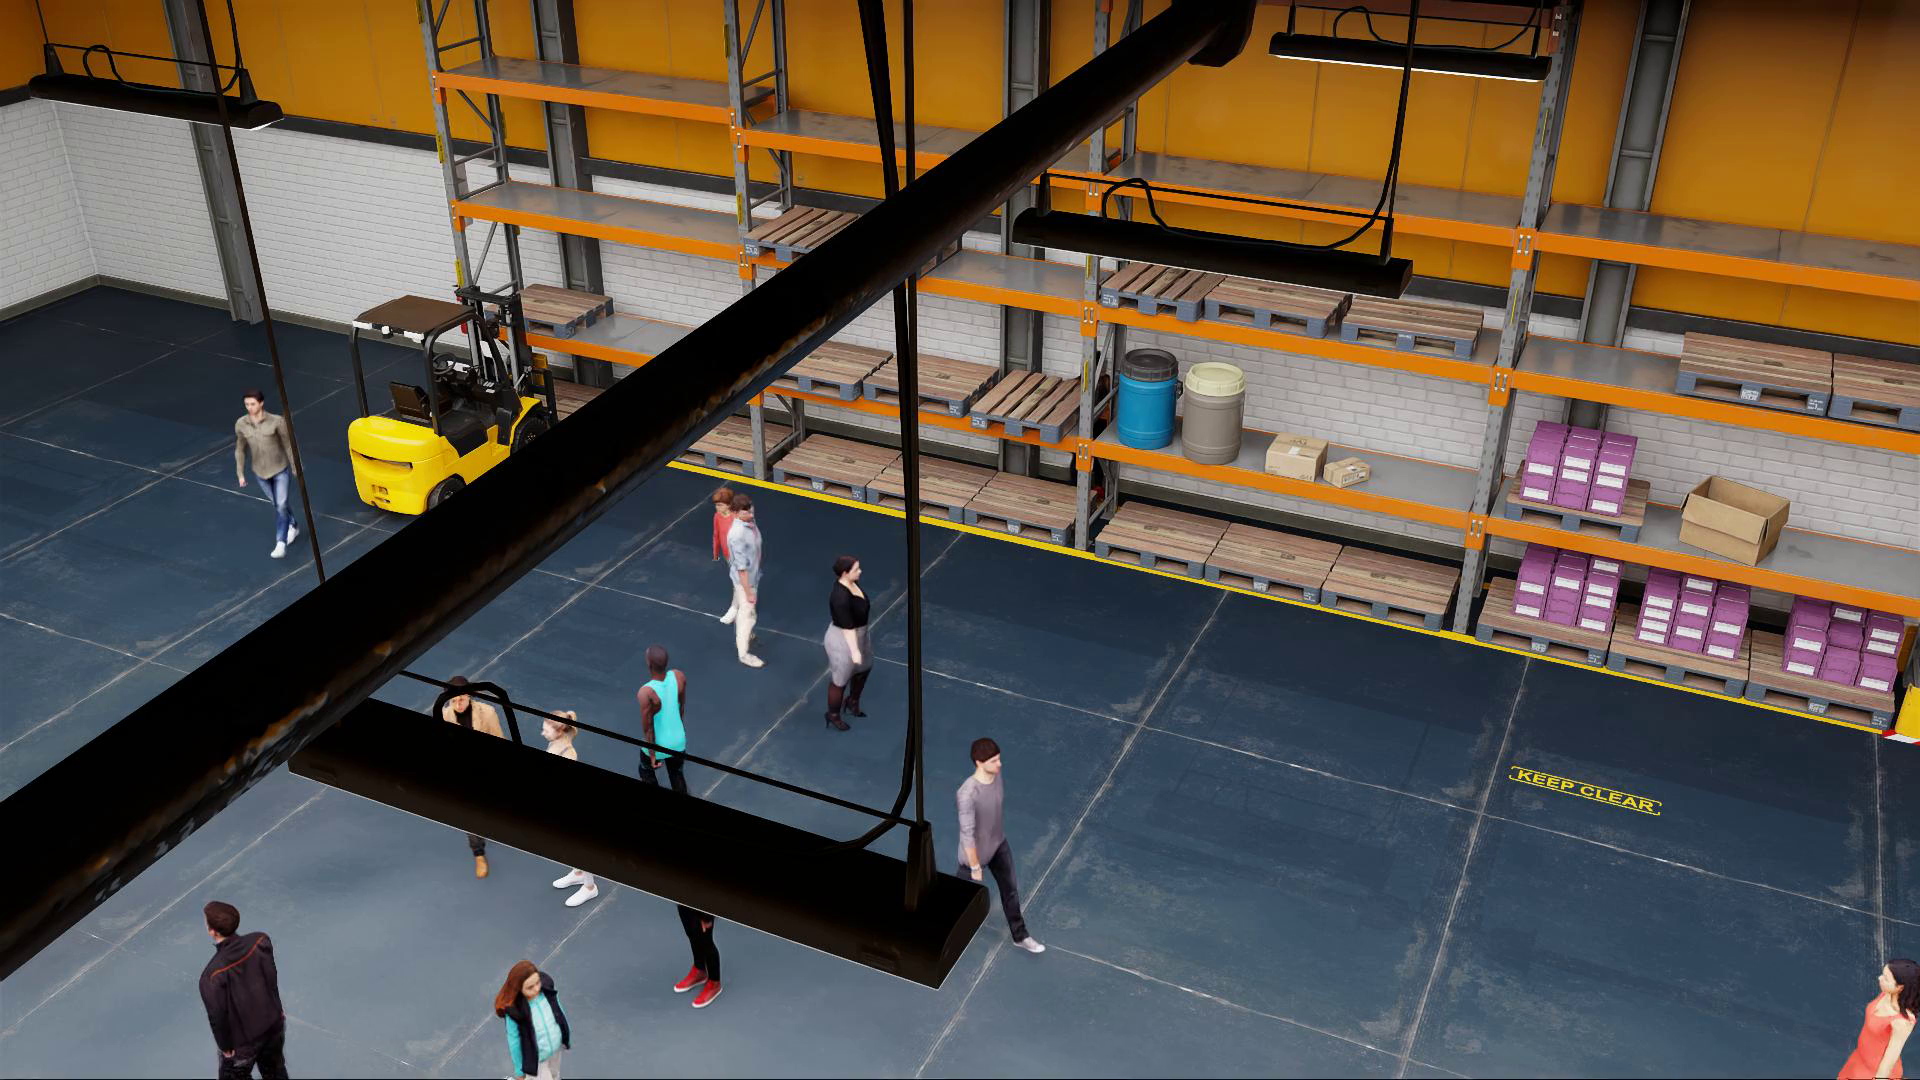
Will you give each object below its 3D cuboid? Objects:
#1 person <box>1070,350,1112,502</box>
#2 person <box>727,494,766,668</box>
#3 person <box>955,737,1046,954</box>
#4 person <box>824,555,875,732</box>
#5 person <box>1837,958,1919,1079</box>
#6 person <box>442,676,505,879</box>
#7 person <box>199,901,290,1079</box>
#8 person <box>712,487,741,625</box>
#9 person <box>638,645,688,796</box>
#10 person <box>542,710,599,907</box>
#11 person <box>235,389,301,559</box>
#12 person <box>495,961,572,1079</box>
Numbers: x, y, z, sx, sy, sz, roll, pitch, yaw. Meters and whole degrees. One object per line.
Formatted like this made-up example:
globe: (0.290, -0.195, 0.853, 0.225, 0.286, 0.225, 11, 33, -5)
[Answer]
person: (1.470, -1.272, 18.494, 0.773, 1.814, 0.835, -9, 30, -17)
person: (-2.019, 0.330, 15.543, 0.776, 1.828, 0.899, -5, 29, -8)
person: (0.076, 2.205, 12.130, 1.215, 1.804, 0.839, 18, 34, 30)
person: (-1.090, 0.906, 14.579, 0.744, 1.740, 0.741, 5, 29, 9)
person: (5.732, 3.278, 10.260, 0.833, 1.710, 0.705, 5, 29, 8)
person: (-3.799, 1.733, 13.122, 1.114, 1.682, 1.145, -9, 30, -15)
person: (-4.406, 3.072, 10.443, 0.868, 1.896, 0.724, 15, 32, 26)
person: (-2.171, 0.090, 16.441, 0.772, 1.389, 0.667, 16, 32, 27)
person: (-2.281, 1.646, 13.164, 0.738, 1.795, 0.778, -21, 35, -34)
person: (-2.961, 2.000, 12.606, 0.710, 1.707, 0.624, -16, 32, -27)
person: (-7.227, -0.763, 17.549, 1.158, 1.825, 1.066, 1, 29, 1)
person: (-2.724, 3.223, 10.599, 0.876, 1.483, 0.604, 16, 32, 27)
